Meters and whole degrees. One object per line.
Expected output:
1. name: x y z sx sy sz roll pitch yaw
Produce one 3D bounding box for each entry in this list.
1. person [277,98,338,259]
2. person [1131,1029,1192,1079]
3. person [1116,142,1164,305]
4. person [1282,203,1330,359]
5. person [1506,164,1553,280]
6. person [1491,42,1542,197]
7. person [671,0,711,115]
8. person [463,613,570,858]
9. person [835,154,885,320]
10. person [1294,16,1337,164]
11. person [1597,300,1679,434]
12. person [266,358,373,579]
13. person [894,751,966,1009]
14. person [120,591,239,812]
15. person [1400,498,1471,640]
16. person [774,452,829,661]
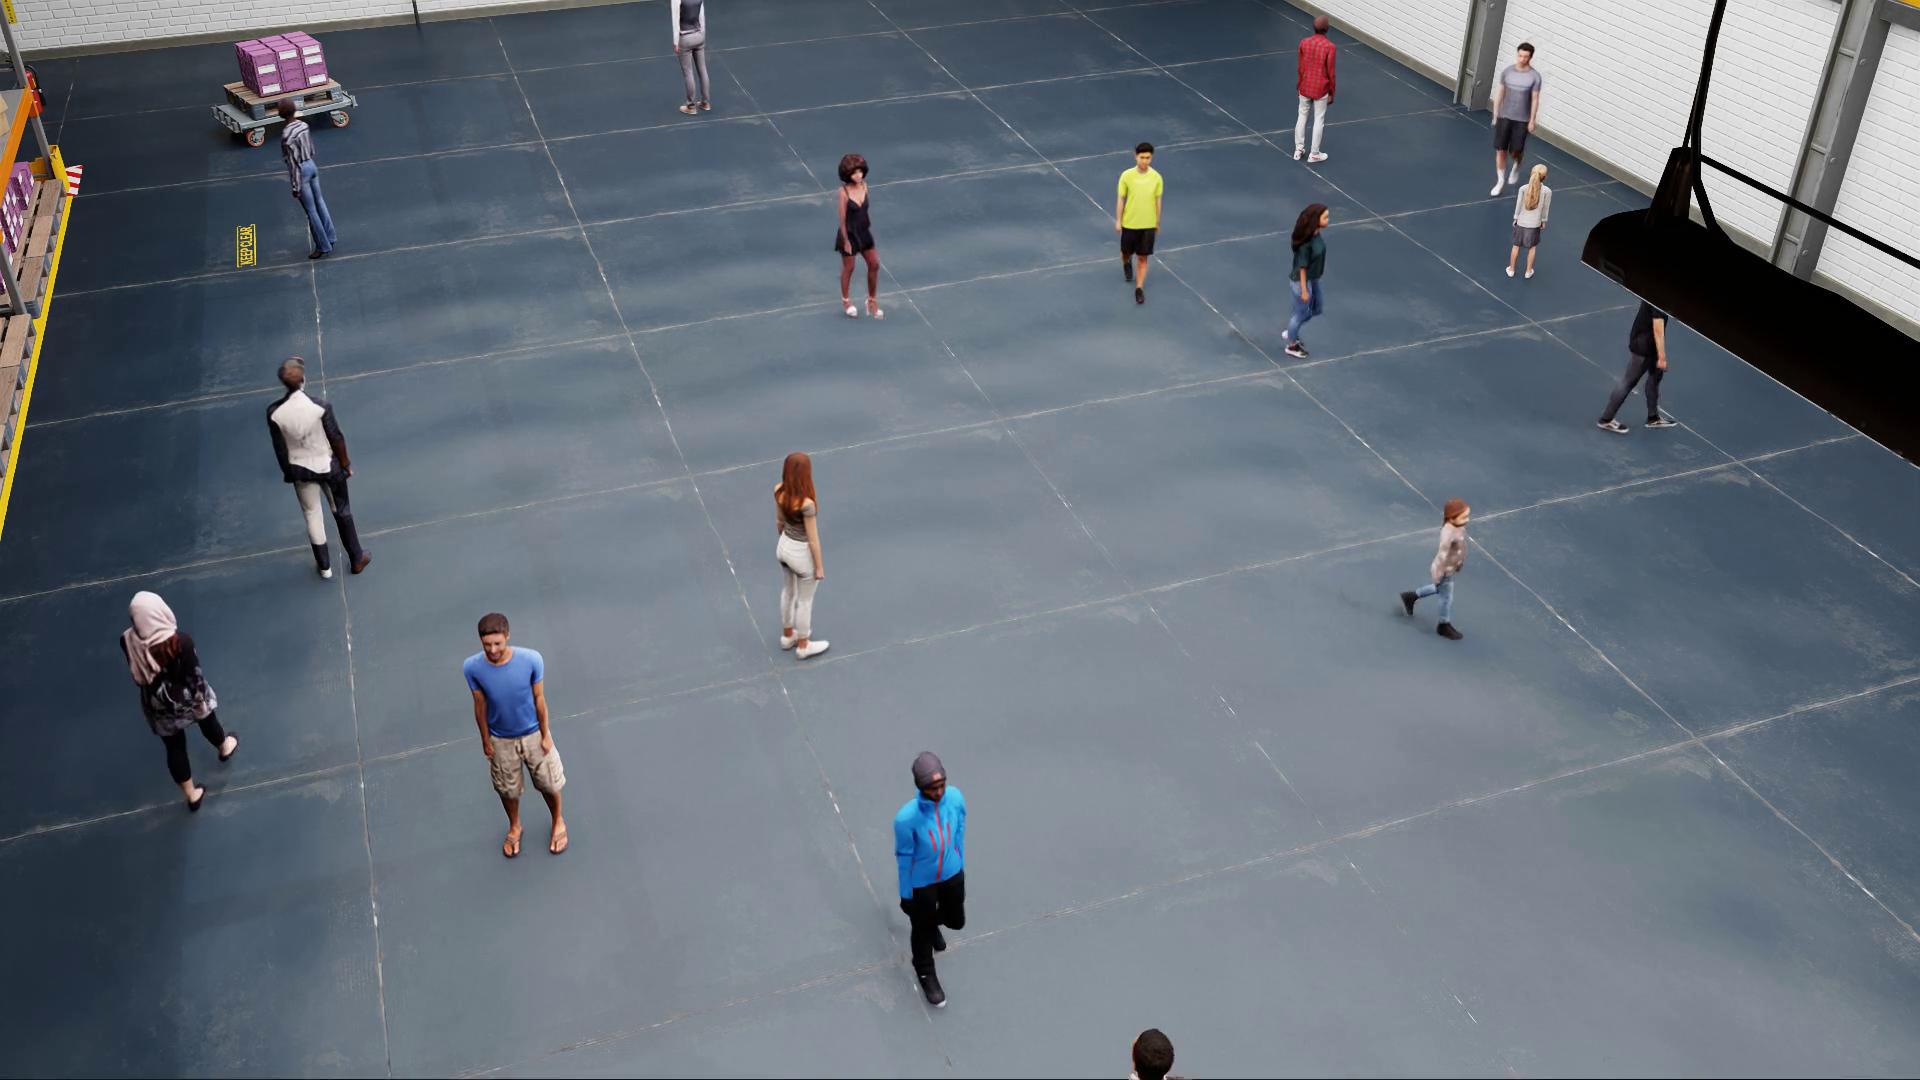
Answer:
1. person: -7.231 -3.993 18.353 0.767 1.794 0.638 3 34 4
2. person: 0.876 3.036 7.790 0.705 1.779 0.924 -14 36 -20
3. person: 1.878 -3.385 17.533 0.862 1.689 1.070 2 34 3
4. person: 3.317 -2.558 16.367 0.757 1.603 0.709 20 38 27
5. person: 6.175 -3.465 18.026 0.604 1.276 0.653 10 35 14
6. person: 6.672 -5.081 19.944 0.913 1.845 0.948 22 39 29
7. person: -3.617 -6.723 22.334 0.725 1.932 0.691 -27 42 -34
8. person: -2.792 1.196 10.485 0.677 1.861 0.617 -6 34 -9
9. person: -1.138 -3.118 17.058 0.736 1.769 0.848 -28 43 -35
10. person: 4.444 -5.660 20.838 0.709 1.819 0.815 23 40 30
11. person: 6.110 -1.792 15.022 1.029 1.815 0.999 11 35 16
12. person: -5.069 -0.554 13.092 0.715 1.890 0.635 -6 34 -9
13. person: -0.211 1.870 9.538 0.692 1.786 0.835 -19 38 -26
14. person: -5.170 1.085 10.879 0.740 1.610 0.991 -5 34 -8
15. person: 3.647 0.184 12.619 0.850 1.184 0.732 22 39 29
16. person: -1.206 0.119 12.235 0.591 1.717 0.715 28 43 35
